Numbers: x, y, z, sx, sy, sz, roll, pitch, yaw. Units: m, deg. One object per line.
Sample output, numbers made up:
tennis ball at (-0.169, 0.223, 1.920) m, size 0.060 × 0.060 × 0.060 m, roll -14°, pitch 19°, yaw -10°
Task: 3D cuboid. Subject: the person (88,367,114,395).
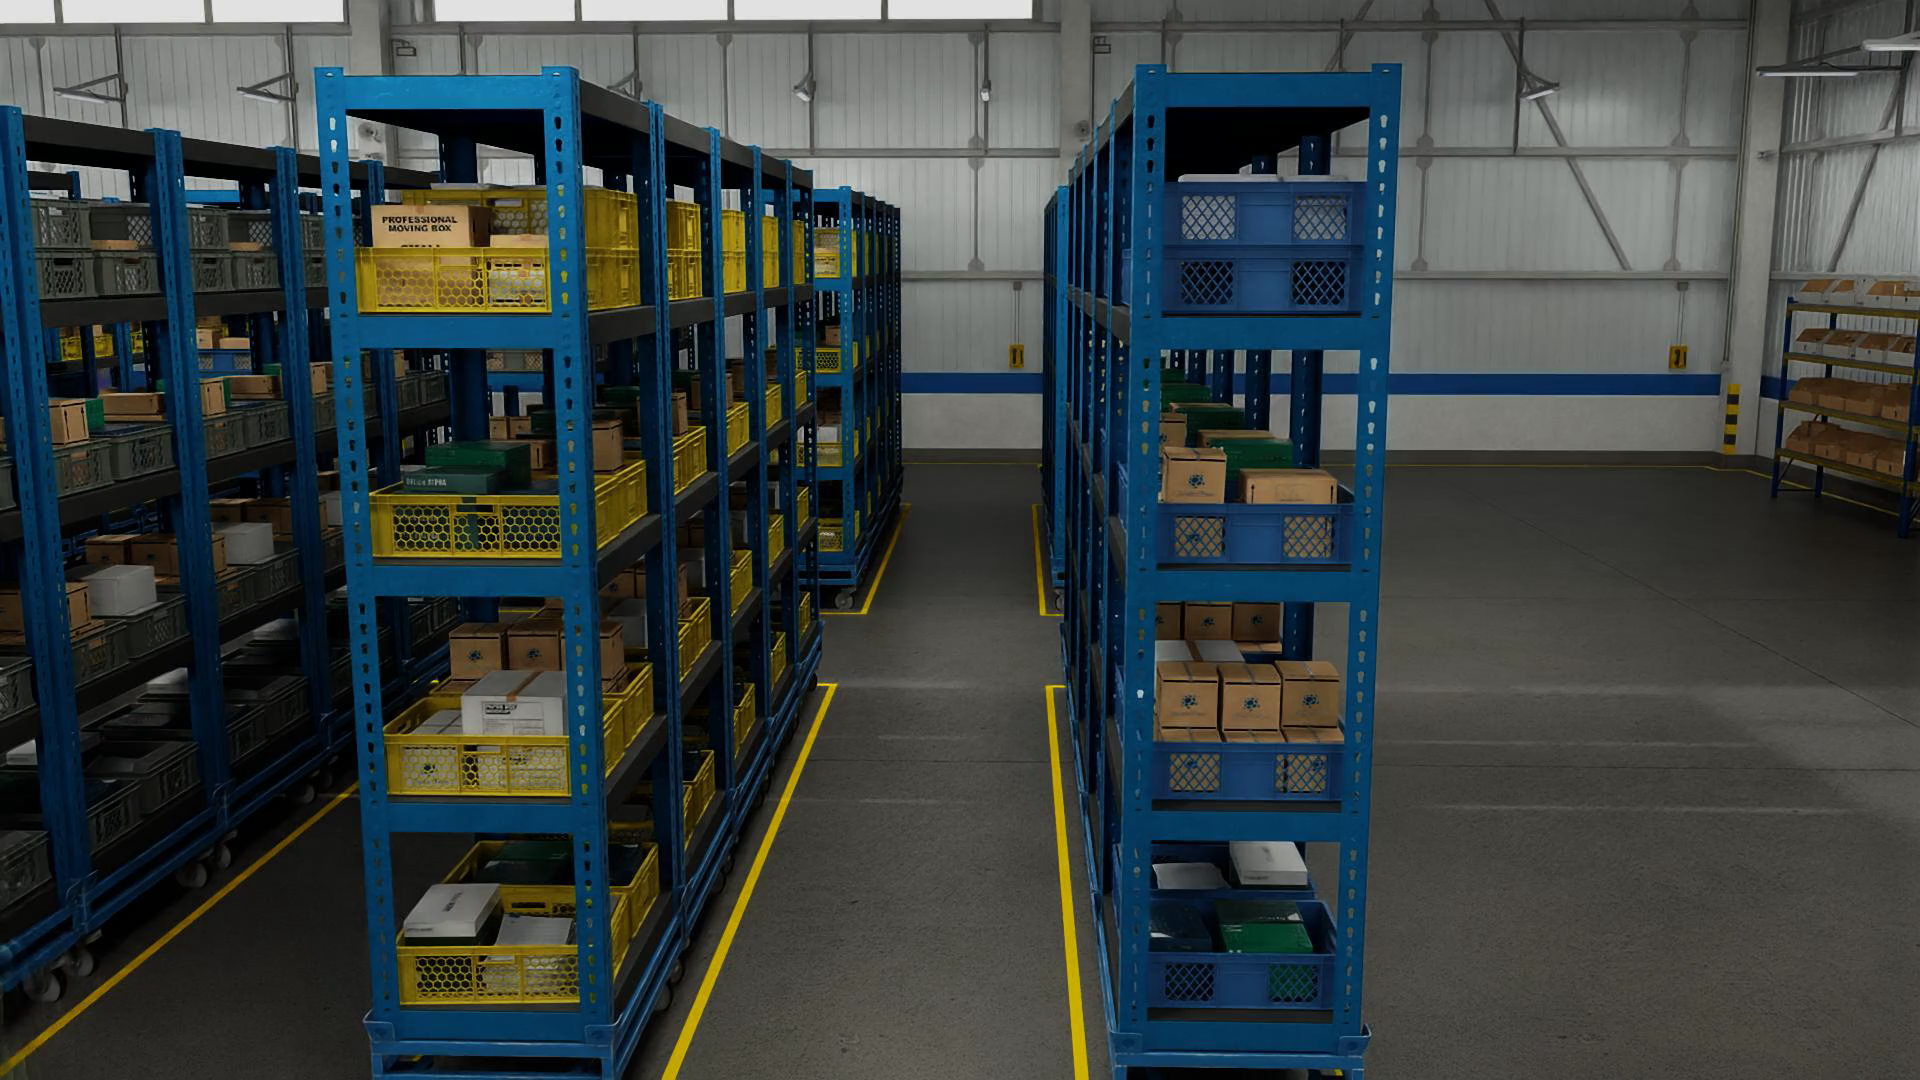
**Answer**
person at (-11.647, -1.721, 22.555) m, size 0.464 × 1.831 × 0.586 m, roll 1°, pitch 10°, yaw 3°
